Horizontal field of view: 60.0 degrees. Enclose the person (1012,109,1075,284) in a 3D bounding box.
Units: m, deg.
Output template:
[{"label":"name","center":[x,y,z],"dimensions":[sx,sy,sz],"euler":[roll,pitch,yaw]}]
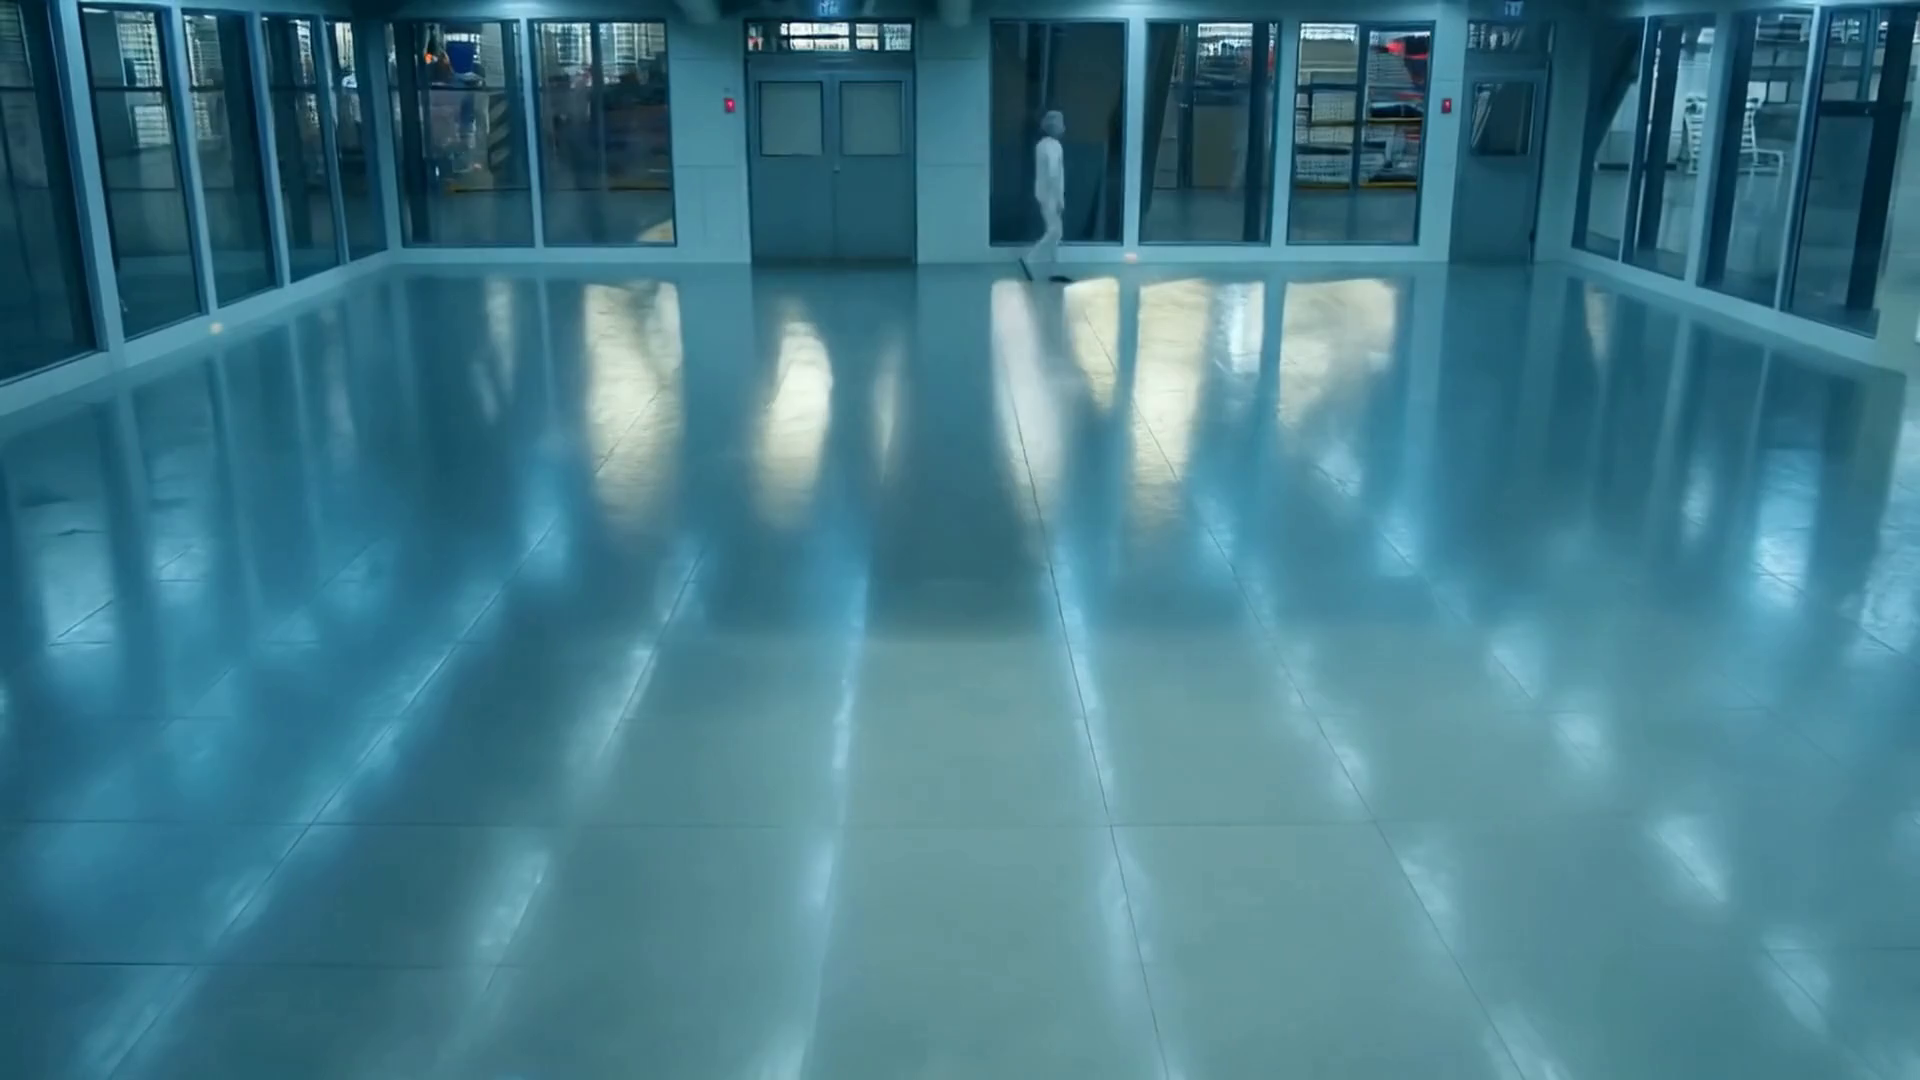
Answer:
[{"label":"person","center":[0.787,-3.142,15.315],"dimensions":[0.608,1.619,0.511],"euler":[-5,17,-18]}]
